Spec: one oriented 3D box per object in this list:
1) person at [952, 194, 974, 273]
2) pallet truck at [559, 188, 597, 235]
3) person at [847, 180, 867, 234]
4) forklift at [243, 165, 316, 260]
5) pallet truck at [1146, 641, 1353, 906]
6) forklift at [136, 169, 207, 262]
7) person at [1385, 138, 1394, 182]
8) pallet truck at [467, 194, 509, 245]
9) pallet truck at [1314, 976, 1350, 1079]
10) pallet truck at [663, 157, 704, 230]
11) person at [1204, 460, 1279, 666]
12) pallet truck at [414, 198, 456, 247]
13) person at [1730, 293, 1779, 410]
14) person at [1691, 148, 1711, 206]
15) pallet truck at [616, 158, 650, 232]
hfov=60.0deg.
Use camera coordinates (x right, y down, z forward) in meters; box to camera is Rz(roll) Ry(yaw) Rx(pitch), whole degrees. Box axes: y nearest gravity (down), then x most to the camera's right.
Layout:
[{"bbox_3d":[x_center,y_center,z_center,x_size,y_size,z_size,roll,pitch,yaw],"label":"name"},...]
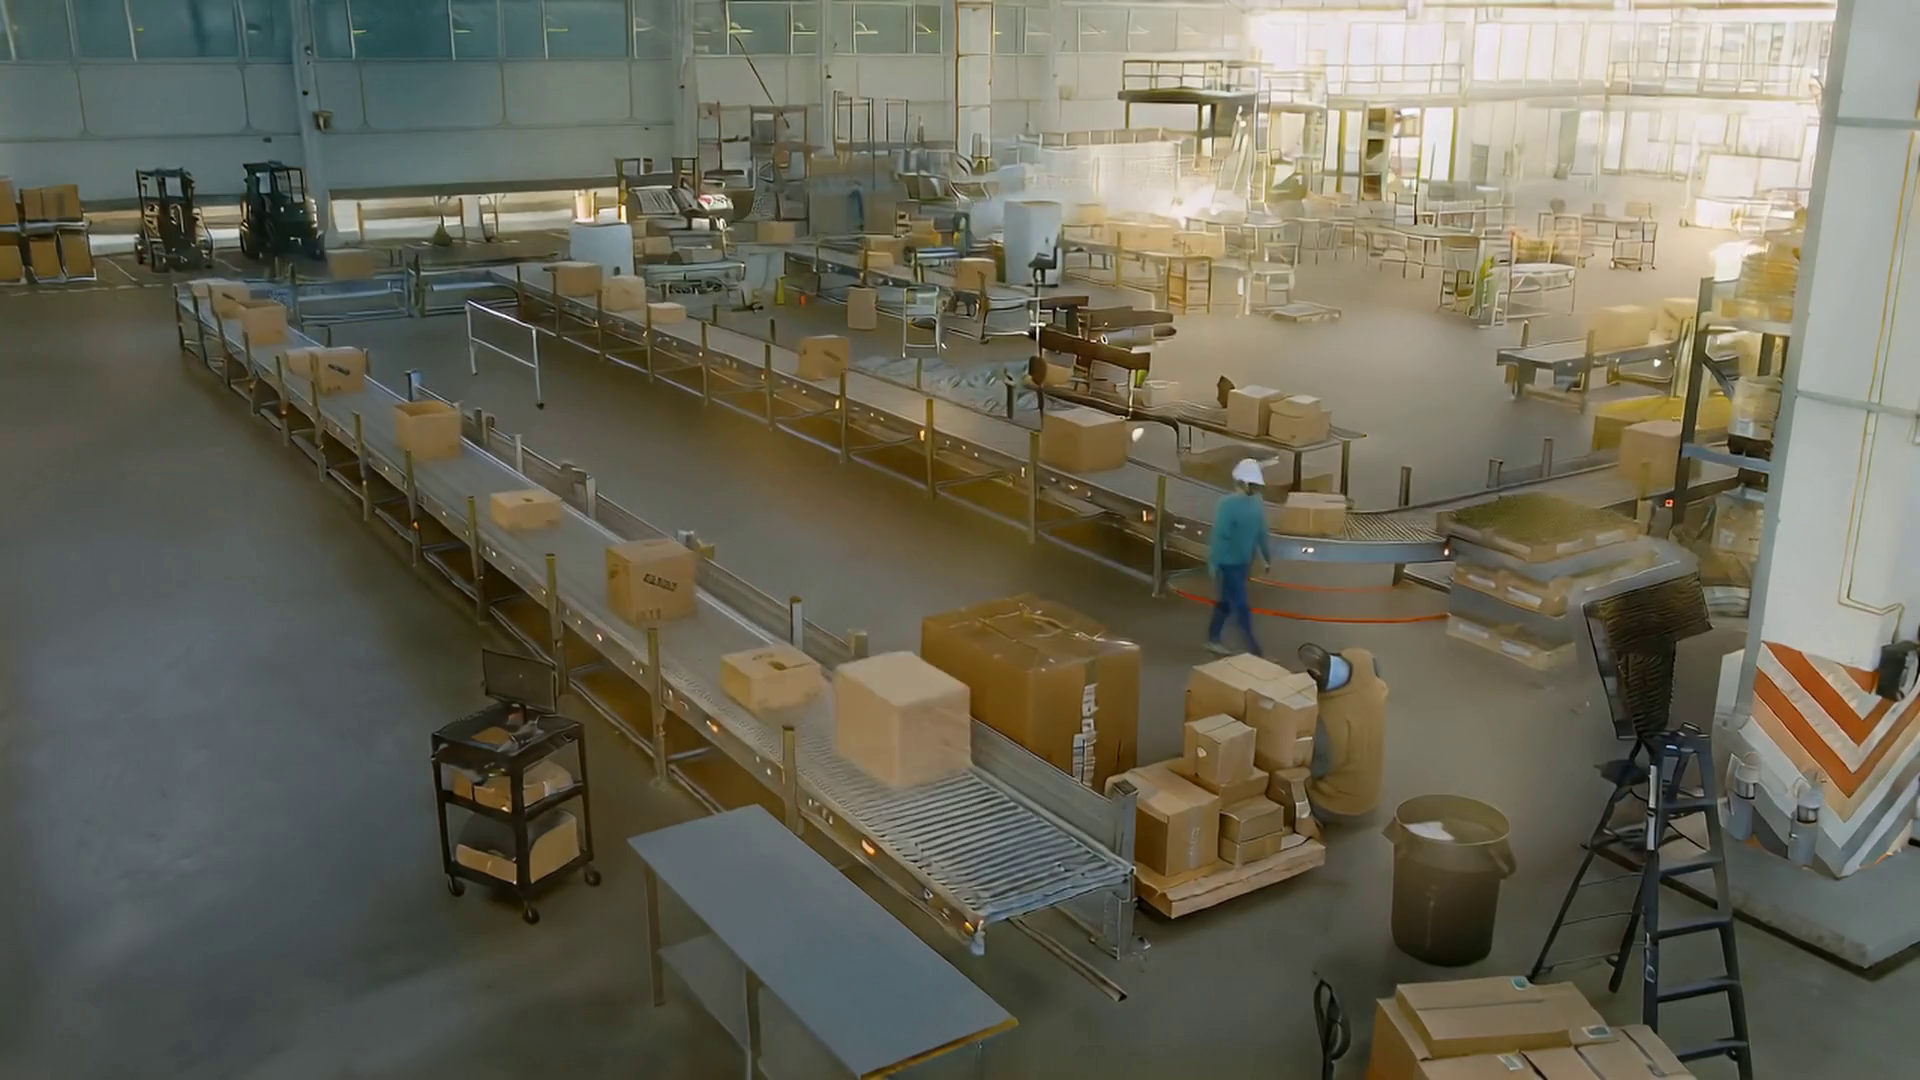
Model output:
[{"bbox_3d":[0.086,-5.858,33.134,0.393,2.041,0.613,-9,19,-26],"label":"person"},{"bbox_3d":[-10.010,-8.652,43.699,0.653,1.274,1.630,-10,20,-31],"label":"pallet truck"},{"bbox_3d":[-2.305,-7.393,38.557,0.971,1.860,0.684,-7,18,-22],"label":"person"},{"bbox_3d":[-15.898,-7.669,38.708,1.157,1.987,2.680,-11,20,-33],"label":"forklift"},{"bbox_3d":[1.664,1.407,10.232,1.630,1.274,0.653,-10,20,-31],"label":"pallet truck"},{"bbox_3d":[-17.842,-7.318,37.559,1.157,1.987,2.680,-10,20,-31],"label":"forklift"},{"bbox_3d":[14.474,-12.707,56.276,0.506,1.839,0.350,-13,21,-37],"label":"person"},{"bbox_3d":[-11.983,-8.177,42.137,0.704,1.261,1.522,-11,20,-33],"label":"pallet truck"},{"bbox_3d":[2.299,2.390,7.086,1.601,1.201,0.680,-2,17,-7],"label":"pallet truck"},{"bbox_3d":[-7.586,-9.308,44.692,0.823,1.965,1.885,-11,20,-33],"label":"pallet truck"},{"bbox_3d":[2.327,0.193,13.549,0.870,1.721,0.533,16,23,42],"label":"person"},{"bbox_3d":[-13.250,-8.060,41.856,0.680,1.201,1.601,-10,20,-31],"label":"pallet truck"},{"bbox_3d":[10.658,-2.503,22.355,0.437,1.813,0.615,-10,19,-29],"label":"person"},{"bbox_3d":[22.843,-11.183,51.328,0.526,1.769,0.330,10,19,29],"label":"person"},{"bbox_3d":[-8.918,-9.176,44.255,0.823,1.965,1.885,-9,19,-27],"label":"pallet truck"}]
